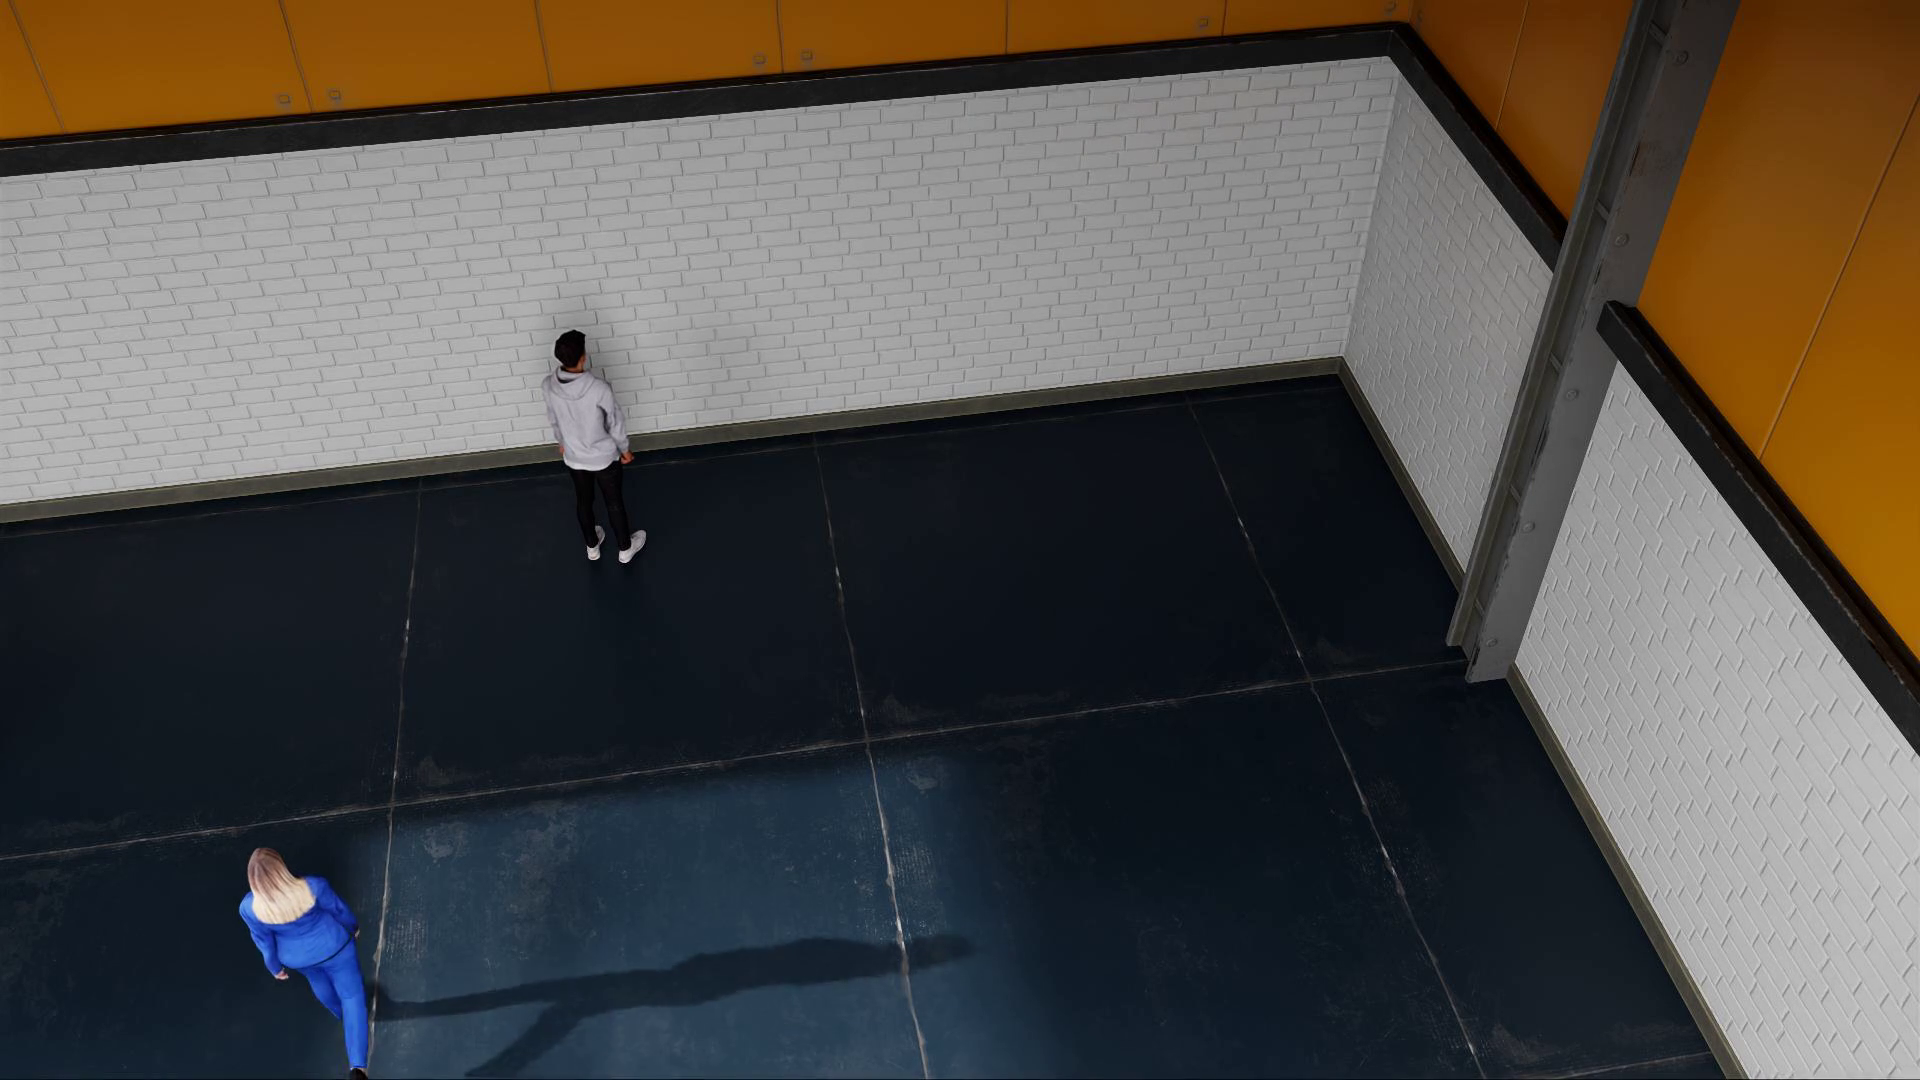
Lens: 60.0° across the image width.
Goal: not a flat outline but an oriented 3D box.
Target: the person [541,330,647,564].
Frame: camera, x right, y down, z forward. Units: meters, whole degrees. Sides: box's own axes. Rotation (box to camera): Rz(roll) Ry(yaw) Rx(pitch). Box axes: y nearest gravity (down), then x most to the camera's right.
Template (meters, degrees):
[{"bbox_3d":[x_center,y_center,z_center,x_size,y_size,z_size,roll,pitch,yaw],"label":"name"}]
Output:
[{"bbox_3d":[-2.532,-0.619,11.400,0.758,1.930,0.716,6,44,6],"label":"person"}]

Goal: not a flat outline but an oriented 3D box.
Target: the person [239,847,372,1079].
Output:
[{"bbox_3d":[-3.333,2.201,8.622,0.704,1.679,1.073,-13,45,-13],"label":"person"}]
